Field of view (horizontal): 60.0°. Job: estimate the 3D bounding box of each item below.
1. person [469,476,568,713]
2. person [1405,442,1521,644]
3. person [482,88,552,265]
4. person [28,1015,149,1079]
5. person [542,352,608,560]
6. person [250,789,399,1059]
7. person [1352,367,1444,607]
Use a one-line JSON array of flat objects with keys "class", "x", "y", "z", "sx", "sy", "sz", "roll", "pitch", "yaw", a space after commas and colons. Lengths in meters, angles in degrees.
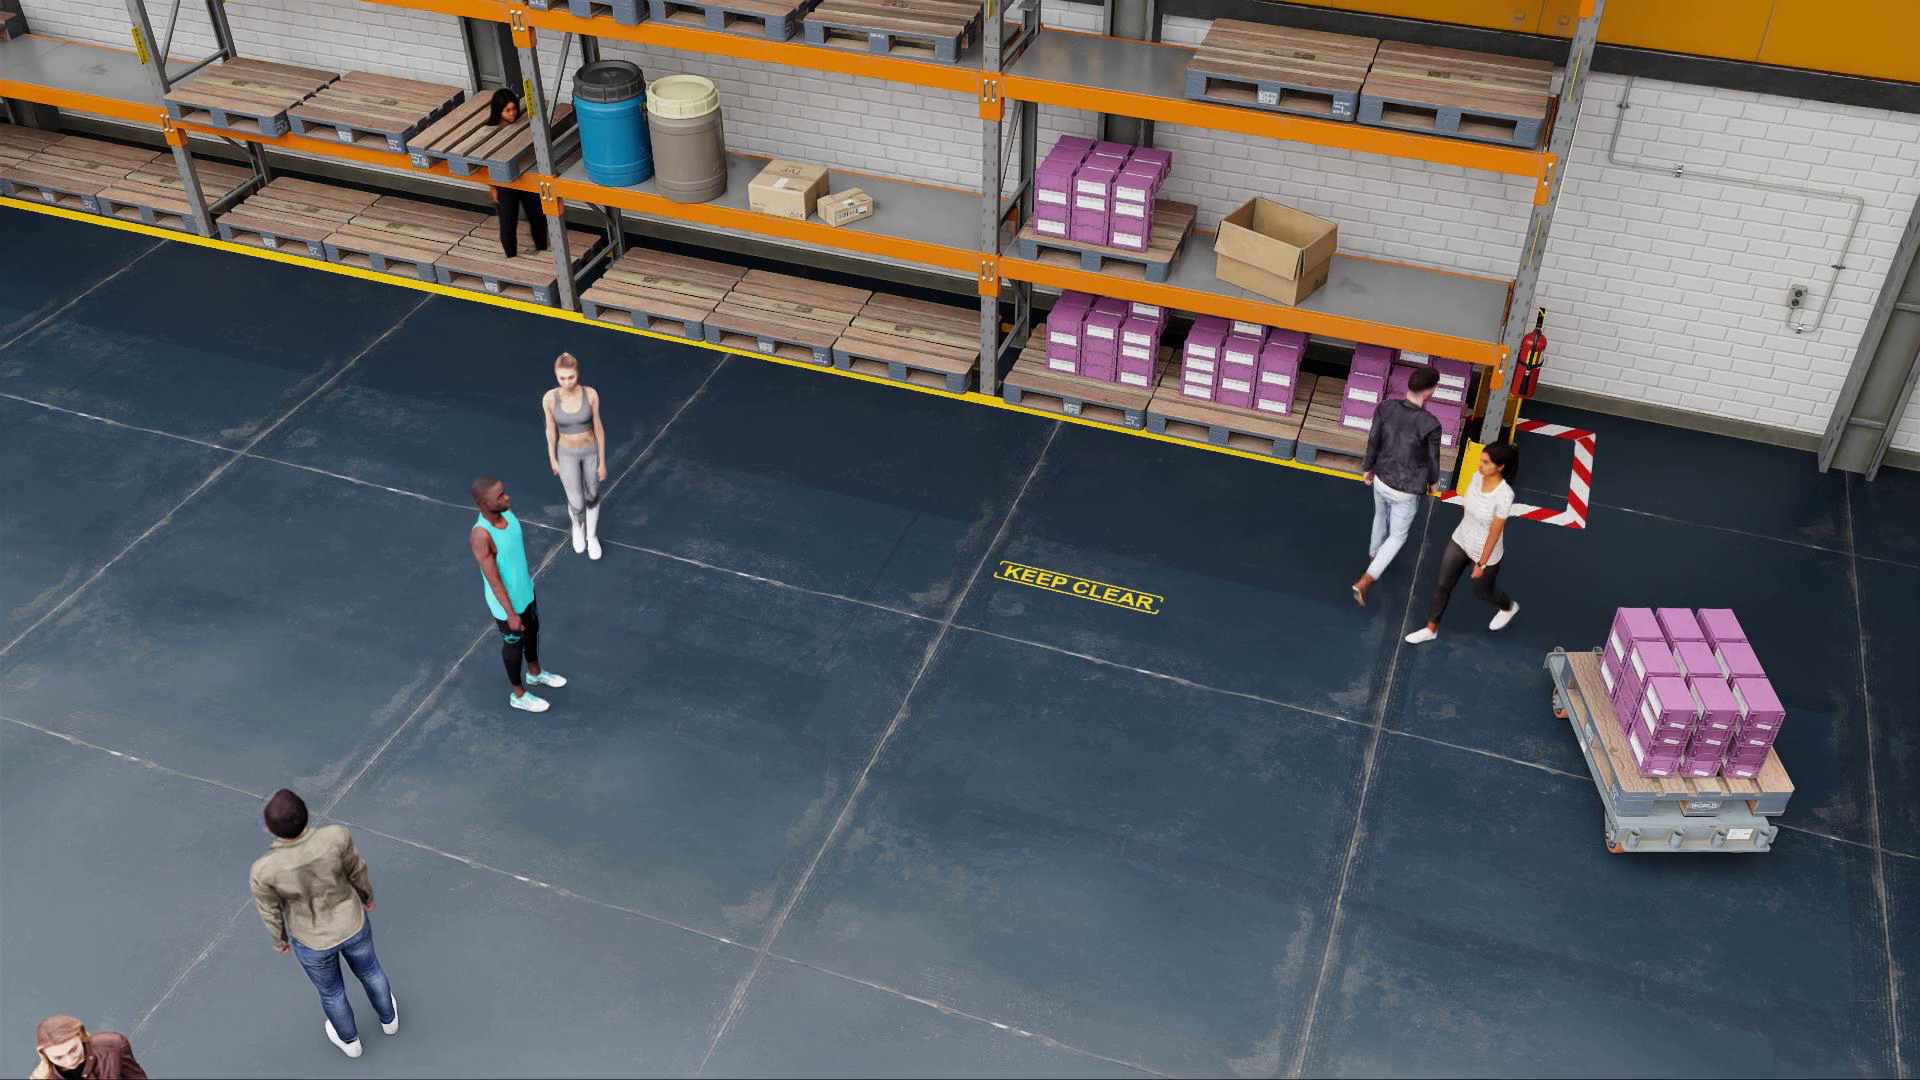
[{"class": "person", "x": -2.873, "y": 0.338, "z": 10.511, "sx": 0.596, "sy": 1.807, "sz": 0.649, "roll": 6, "pitch": 39, "yaw": 8}, {"class": "person", "x": 3.505, "y": 0.044, "z": 11.030, "sx": 1.077, "sy": 1.619, "sz": 0.998, "roll": -15, "pitch": 41, "yaw": -18}, {"class": "person", "x": -3.981, "y": -3.203, "z": 14.939, "sx": 0.778, "sy": 1.814, "sz": 0.825, "roll": -19, "pitch": 43, "yaw": -23}, {"class": "person", "x": -3.891, "y": 2.706, "z": 7.629, "sx": 0.652, "sy": 1.703, "sz": 0.673, "roll": 32, "pitch": 48, "yaw": 33}, {"class": "person", "x": -2.704, "y": -0.635, "z": 11.821, "sx": 0.688, "sy": 1.694, "sz": 0.749, "roll": -11, "pitch": 40, "yaw": -13}, {"class": "person", "x": -3.204, "y": 1.958, "z": 8.435, "sx": 0.792, "sy": 1.865, "sz": 0.786, "roll": -27, "pitch": 46, "yaw": -30}, {"class": "person", "x": 2.966, "y": -0.345, "z": 11.365, "sx": 1.072, "sy": 1.809, "sz": 0.985, "roll": 28, "pitch": 46, "yaw": 31}]
